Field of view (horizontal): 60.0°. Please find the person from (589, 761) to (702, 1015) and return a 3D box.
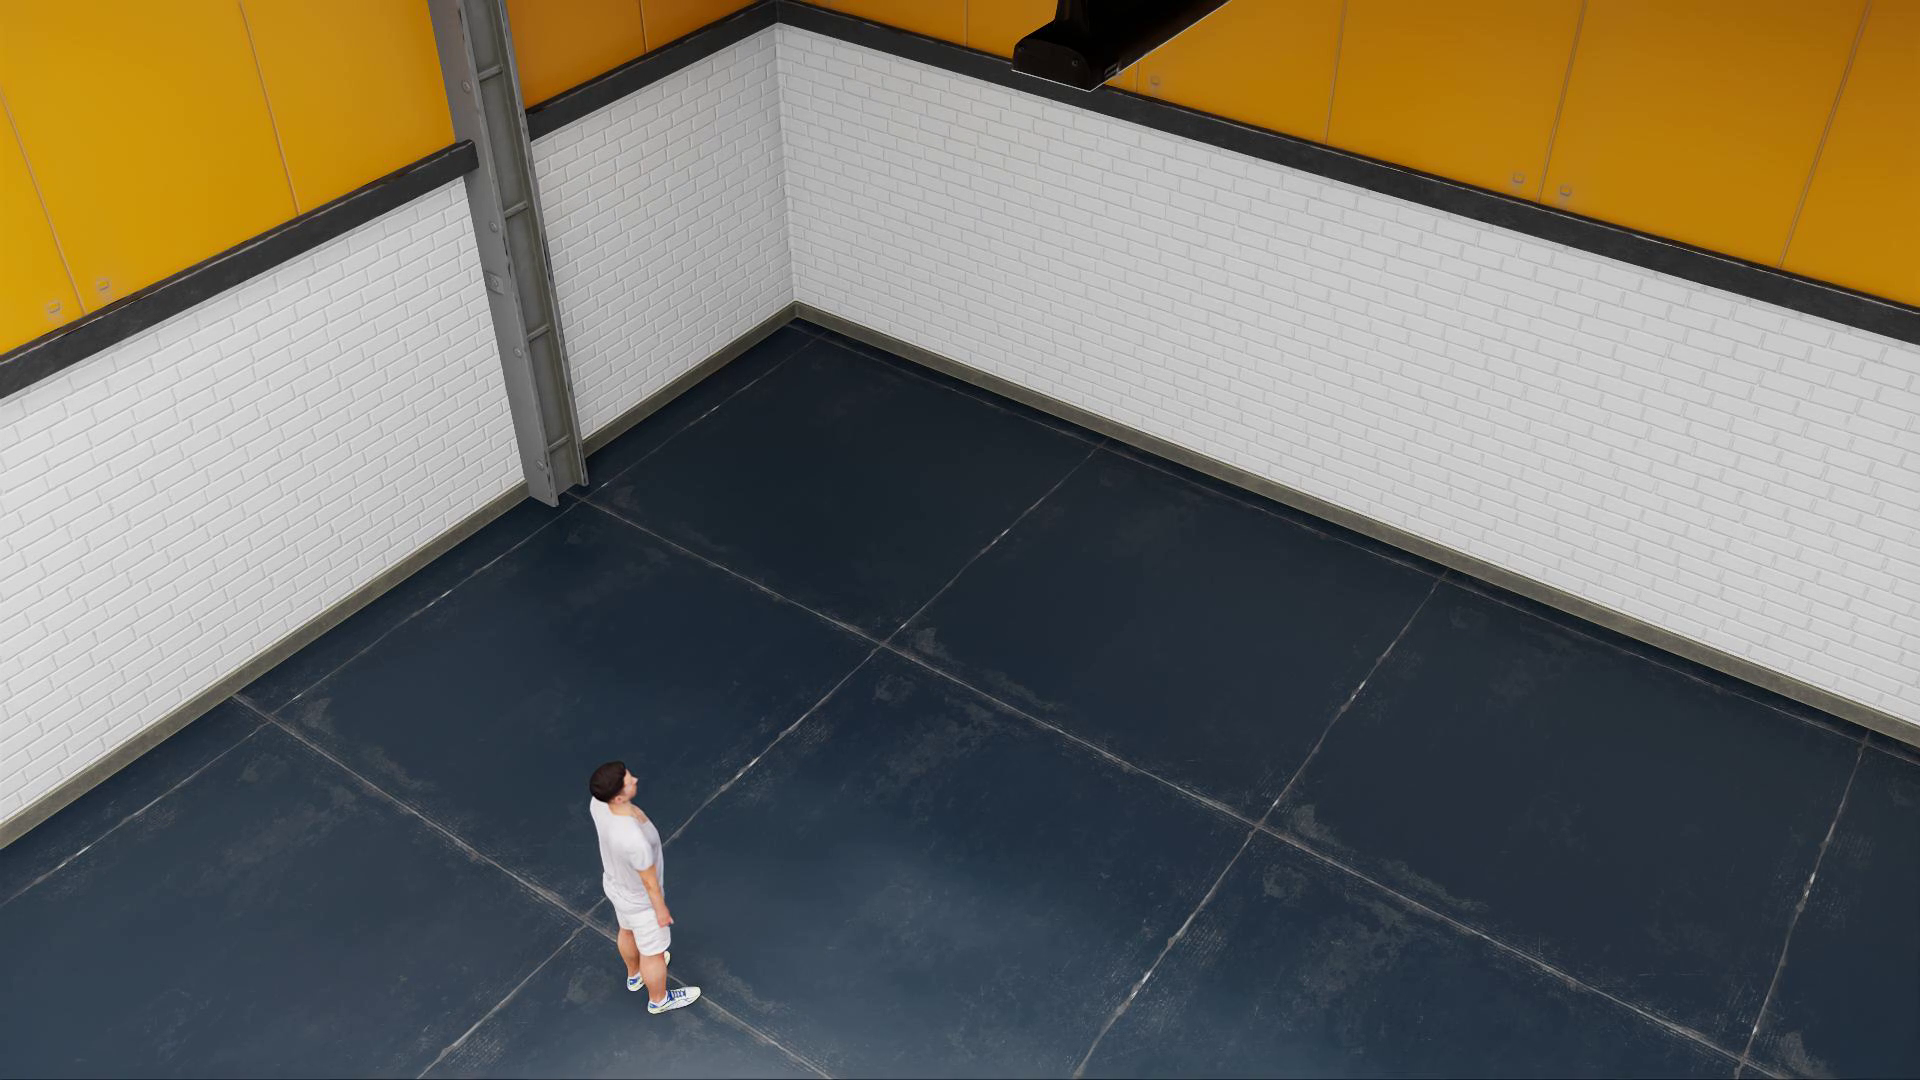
[{"bbox_3d":[-1.771,1.881,9.037,0.681,1.856,0.741,-26,46,-29],"label":"person"}]
